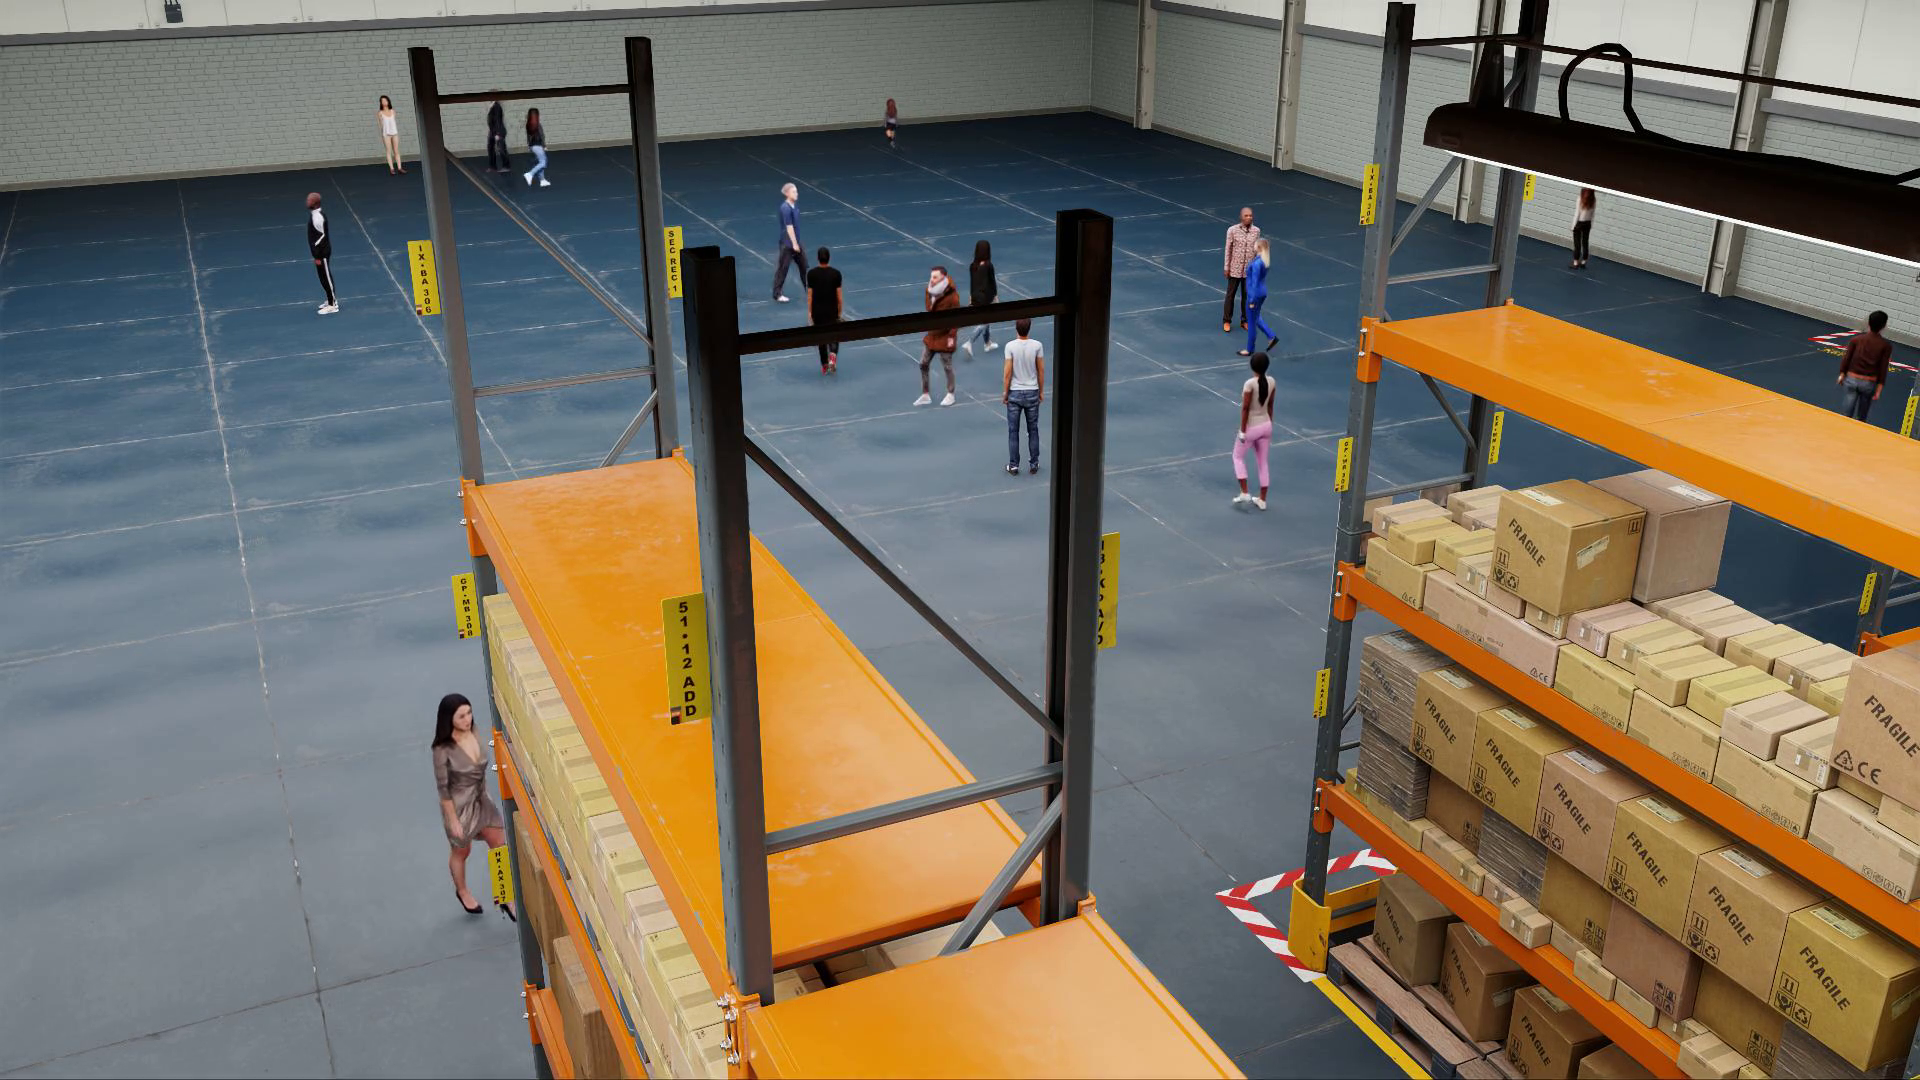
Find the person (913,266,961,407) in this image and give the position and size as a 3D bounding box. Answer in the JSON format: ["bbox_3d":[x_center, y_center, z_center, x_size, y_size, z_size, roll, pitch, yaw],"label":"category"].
[{"bbox_3d":[-0.192,-2.603,21.206,0.912,1.817,0.963,15,27,32],"label":"person"}]

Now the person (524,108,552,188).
[{"bbox_3d":[-8.769,-8.062,34.306,0.958,1.611,0.898,20,30,39],"label":"person"}]

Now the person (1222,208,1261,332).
[{"bbox_3d":[4.141,-3.997,24.498,0.743,1.806,0.696,-3,23,-8],"label":"person"}]

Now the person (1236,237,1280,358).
[{"bbox_3d":[4.220,-3.364,23.156,0.945,1.692,0.875,10,25,22],"label":"person"}]

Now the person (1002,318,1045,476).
[{"bbox_3d":[0.722,-1.656,18.919,0.700,1.865,0.658,-2,23,-6],"label":"person"}]

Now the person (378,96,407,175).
[{"bbox_3d":[-12.289,-8.740,35.844,0.616,1.655,0.677,-17,28,-34],"label":"person"}]

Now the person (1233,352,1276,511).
[{"bbox_3d":[3.212,-1.161,17.934,0.592,1.724,0.627,-12,26,-25],"label":"person"}]

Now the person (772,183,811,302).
[{"bbox_3d":[-2.735,-4.602,25.883,1.120,1.835,1.081,8,24,17],"label":"person"}]

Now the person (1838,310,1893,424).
[{"bbox_3d":[10.439,-1.751,19.318,1.169,1.727,1.133,13,26,27],"label":"person"}]

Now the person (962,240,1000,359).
[{"bbox_3d":[0.282,-3.344,23.196,1.039,1.624,0.879,20,30,39],"label":"person"}]

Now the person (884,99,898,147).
[{"bbox_3d":[-1.617,-9.796,39.034,0.471,1.103,0.603,-10,25,-22],"label":"person"}]

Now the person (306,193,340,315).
[{"bbox_3d":[-9.754,-4.409,25.436,0.747,1.830,0.548,-6,24,-14],"label":"person"}]

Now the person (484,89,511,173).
[{"bbox_3d":[-9.974,-8.823,35.880,0.929,1.780,0.889,-16,28,-33],"label":"person"}]

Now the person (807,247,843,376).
[{"bbox_3d":[-1.814,-3.044,22.335,0.785,1.746,0.881,-1,23,-2],"label":"person"}]

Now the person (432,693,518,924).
[{"bbox_3d":[-3.334,1.772,11.042,0.960,1.719,0.858,13,26,28],"label":"person"}]

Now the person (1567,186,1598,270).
[{"bbox_3d":[10.492,-5.311,27.999,0.578,1.484,0.515,-6,24,-15],"label":"person"}]
